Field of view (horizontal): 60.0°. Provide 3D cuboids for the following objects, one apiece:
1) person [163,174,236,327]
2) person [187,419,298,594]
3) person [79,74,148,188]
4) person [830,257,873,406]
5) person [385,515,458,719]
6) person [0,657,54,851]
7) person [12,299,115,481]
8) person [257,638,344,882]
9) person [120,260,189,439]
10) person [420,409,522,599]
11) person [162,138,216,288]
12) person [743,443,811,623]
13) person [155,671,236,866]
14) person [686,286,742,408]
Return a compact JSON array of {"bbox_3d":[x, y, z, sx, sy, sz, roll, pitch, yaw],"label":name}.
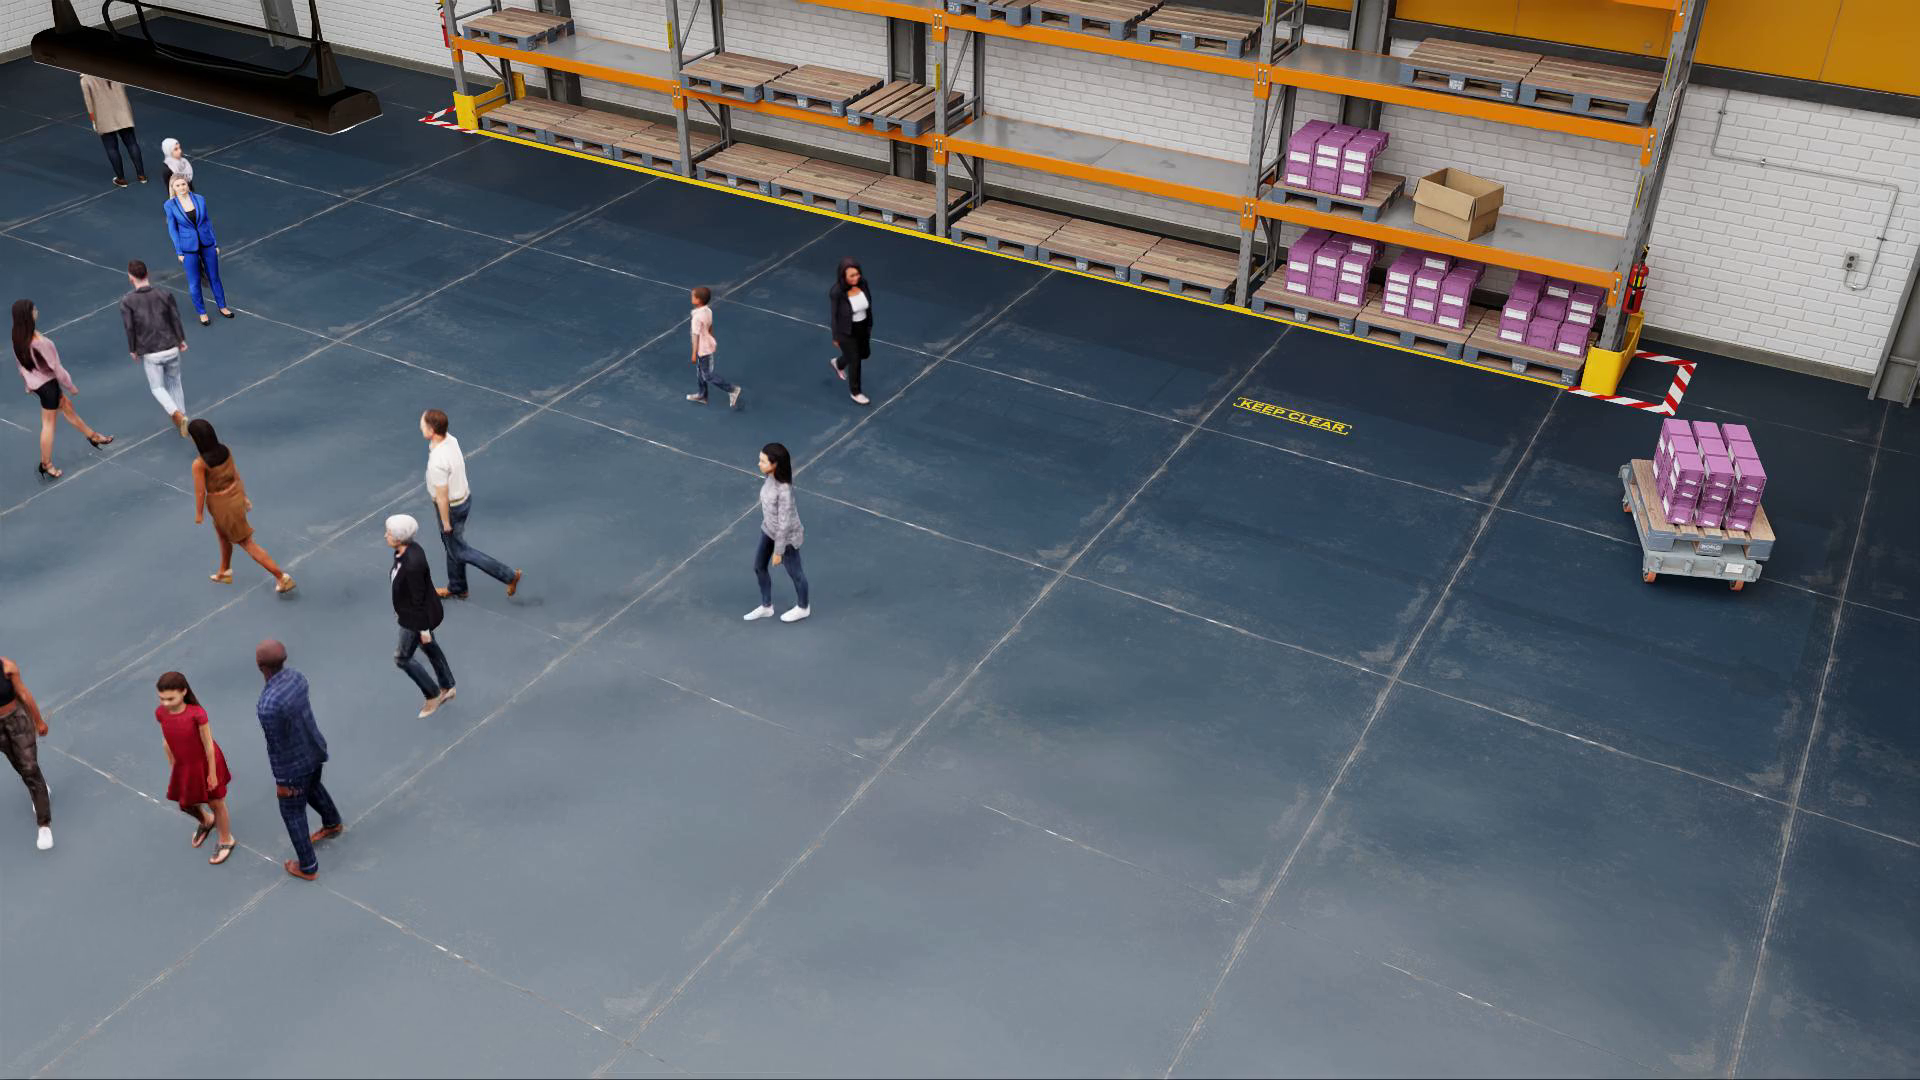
[{"bbox_3d":[-8.467,-3.240,18.434,0.676,1.701,0.649,-28,42,-35],"label":"person"},{"bbox_3d":[-6.059,-0.226,13.949,1.132,1.646,0.829,4,34,7],"label":"person"},{"bbox_3d":[-11.122,-5.585,21.789,0.777,1.893,0.791,-24,41,-32],"label":"person"},{"bbox_3d":[-1.159,-2.157,16.898,0.919,1.597,0.744,25,41,33],"label":"person"},{"bbox_3d":[-4.012,0.577,12.480,0.829,1.771,0.862,-7,34,-11],"label":"person"},{"bbox_3d":[-6.672,1.273,11.677,1.035,1.665,1.136,-11,35,-16],"label":"person"},{"bbox_3d":[-8.623,-1.366,15.547,0.994,1.776,0.780,22,40,30],"label":"person"},{"bbox_3d":[-4.458,1.433,11.326,0.834,1.787,0.840,-2,34,-4],"label":"person"},{"bbox_3d":[-7.763,-1.813,16.183,0.869,1.816,1.024,-25,41,-32],"label":"person"},{"bbox_3d":[-4.123,-0.258,13.826,1.177,1.836,0.982,1,34,2],"label":"person"},{"bbox_3d":[-8.997,-3.766,19.164,0.720,1.769,0.683,10,35,15],"label":"person"},{"bbox_3d":[-1.375,-0.059,13.635,0.923,1.716,0.880,-15,36,-21],"label":"person"},{"bbox_3d":[-5.219,1.498,11.447,0.705,1.544,0.761,4,34,6],"label":"person"},{"bbox_3d":[-2.525,-1.934,16.839,0.901,1.291,0.699,5,34,7],"label":"person"}]
